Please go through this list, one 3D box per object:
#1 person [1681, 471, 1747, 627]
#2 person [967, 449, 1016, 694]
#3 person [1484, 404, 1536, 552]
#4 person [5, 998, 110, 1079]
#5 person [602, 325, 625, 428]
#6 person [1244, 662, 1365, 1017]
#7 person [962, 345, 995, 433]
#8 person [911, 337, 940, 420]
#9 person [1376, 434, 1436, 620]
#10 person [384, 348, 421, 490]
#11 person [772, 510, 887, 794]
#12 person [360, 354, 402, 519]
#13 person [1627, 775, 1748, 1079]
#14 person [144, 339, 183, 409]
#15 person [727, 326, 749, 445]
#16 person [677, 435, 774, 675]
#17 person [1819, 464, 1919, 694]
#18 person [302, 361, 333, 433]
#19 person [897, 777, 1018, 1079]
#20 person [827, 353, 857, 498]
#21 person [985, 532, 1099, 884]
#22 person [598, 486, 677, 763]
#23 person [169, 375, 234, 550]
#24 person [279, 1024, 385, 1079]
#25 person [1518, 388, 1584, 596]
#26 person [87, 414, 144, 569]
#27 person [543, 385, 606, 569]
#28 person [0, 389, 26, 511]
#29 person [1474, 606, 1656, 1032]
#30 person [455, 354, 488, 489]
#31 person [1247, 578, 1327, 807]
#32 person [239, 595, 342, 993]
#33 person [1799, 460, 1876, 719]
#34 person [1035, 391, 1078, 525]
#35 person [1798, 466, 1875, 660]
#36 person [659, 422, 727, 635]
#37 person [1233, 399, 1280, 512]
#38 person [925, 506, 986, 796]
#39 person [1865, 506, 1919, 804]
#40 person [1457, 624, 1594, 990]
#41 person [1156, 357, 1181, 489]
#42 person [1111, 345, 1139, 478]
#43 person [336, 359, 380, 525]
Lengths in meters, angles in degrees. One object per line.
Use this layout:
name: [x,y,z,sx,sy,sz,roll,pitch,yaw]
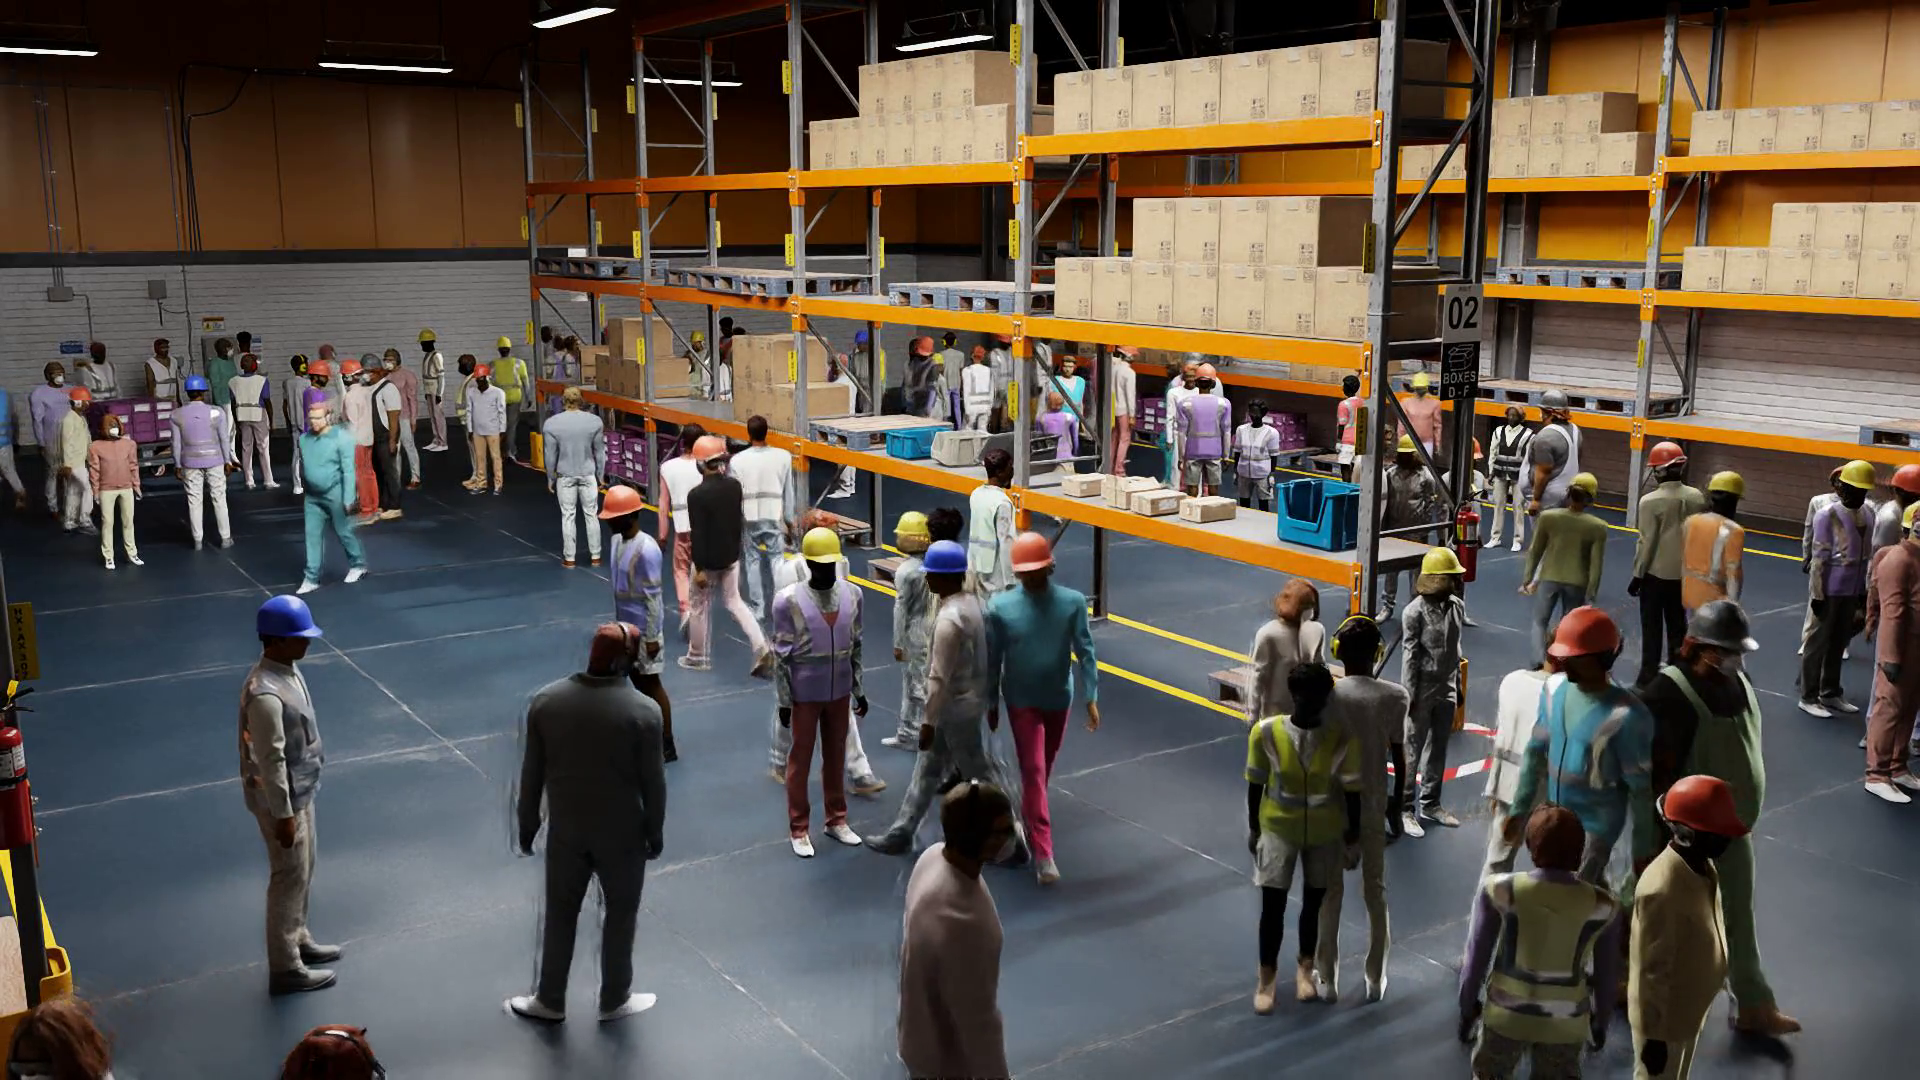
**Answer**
person: [5.359,0.448,11.936,0.524,1.896,0.617,-3,12,-17]
person: [0.260,0.242,12.925,0.378,1.917,0.597,-5,12,-24]
person: [6.107,-0.697,18.443,0.514,1.644,0.307,9,14,39]
person: [-2.437,2.024,4.655,0.512,1.589,0.841,0,11,0]
person: [-5.545,-2.444,26.526,0.618,1.972,1.090,0,11,1]
person: [1.591,1.382,7.705,0.539,1.673,0.562,1,11,5]
person: [0.260,-1.857,23.852,0.585,1.846,0.654,-7,13,-32]
person: [-0.552,-1.932,23.907,0.387,1.990,0.726,-6,13,-29]
person: [4.042,-0.094,15.099,0.486,1.744,0.294,7,13,31]
person: [-7.595,-1.630,22.498,0.628,1.928,0.379,3,12,17]
person: [-0.876,0.734,10.602,0.575,1.834,0.998,-10,15,-41]
person: [-7.169,-1.278,20.390,0.687,2.000,0.535,8,13,34]
person: [2.594,1.680,5.993,0.342,1.748,0.573,8,14,37]
person: [-12.215,-2.170,25.498,0.387,1.837,0.560,4,12,20]
person: [-3.639,-2.501,26.968,0.373,1.917,0.594,-2,11,-10]
person: [-1.920,0.131,13.389,0.908,1.969,0.621,9,14,37]
person: [7.018,0.320,12.660,0.997,1.876,0.566,5,12,24]
person: [-7.865,-1.240,20.480,0.375,1.931,0.542,-8,14,-36]
person: [0.032,1.700,5.453,0.550,1.920,0.661,-1,11,-7]
person: [-1.574,-1.501,21.876,0.406,1.911,0.639,2,11,13]
person: [0.465,0.904,9.508,0.614,1.930,1.032,-3,11,-15]
person: [-2.202,0.572,11.258,0.461,1.916,0.539,-8,14,-36]
person: [-8.416,-0.854,18.483,0.602,1.940,0.402,-4,12,-22]
person: [-1.411,2.018,3.982,0.606,1.862,0.703,0,11,-2]
person: [5.722,-0.465,16.234,0.680,2.000,0.536,-9,15,-40]
person: [-8.901,-0.519,17.546,0.284,1.636,0.500,10,15,42]
person: [-4.039,-0.657,17.479,0.629,1.940,0.379,-4,12,-18]
person: [-11.897,-1.197,20.536,0.647,1.823,0.640,8,13,34]
person: [2.838,1.258,7.557,1.059,1.985,0.605,-4,12,-18]
person: [-6.645,-1.615,22.647,0.430,1.842,0.631,-5,12,-26]
person: [1.931,1.005,9.774,0.519,1.614,0.393,-7,13,-30]
person: [-3.212,1.207,7.959,0.419,1.933,0.619,-3,11,-14]
person: [6.542,0.354,12.339,0.589,1.923,0.383,-5,12,-25]
person: [1.159,-0.997,20.097,0.513,1.596,0.858,2,11,11]
person: [7.338,0.186,13.930,0.523,1.638,0.310,6,13,29]
person: [-2.330,-0.078,14.621,0.610,1.903,0.549,-2,11,-11]
person: [3.263,-0.721,18.420,0.535,1.700,0.318,7,13,32]
person: [0.019,0.730,10.390,0.475,1.947,0.793,0,11,0]
person: [6.076,0.708,10.594,0.639,1.902,0.406,-9,14,-38]
person: [2.786,1.273,7.929,0.626,1.804,0.633,-5,12,-26]
person: [2.872,-1.572,22.499,0.438,1.822,0.577,-1,11,-5]
person: [2.273,-1.782,23.112,0.413,1.984,0.613,-5,12,-23]
person: [-7.256,-1.183,20.024,0.396,1.992,0.622,0,11,1]
